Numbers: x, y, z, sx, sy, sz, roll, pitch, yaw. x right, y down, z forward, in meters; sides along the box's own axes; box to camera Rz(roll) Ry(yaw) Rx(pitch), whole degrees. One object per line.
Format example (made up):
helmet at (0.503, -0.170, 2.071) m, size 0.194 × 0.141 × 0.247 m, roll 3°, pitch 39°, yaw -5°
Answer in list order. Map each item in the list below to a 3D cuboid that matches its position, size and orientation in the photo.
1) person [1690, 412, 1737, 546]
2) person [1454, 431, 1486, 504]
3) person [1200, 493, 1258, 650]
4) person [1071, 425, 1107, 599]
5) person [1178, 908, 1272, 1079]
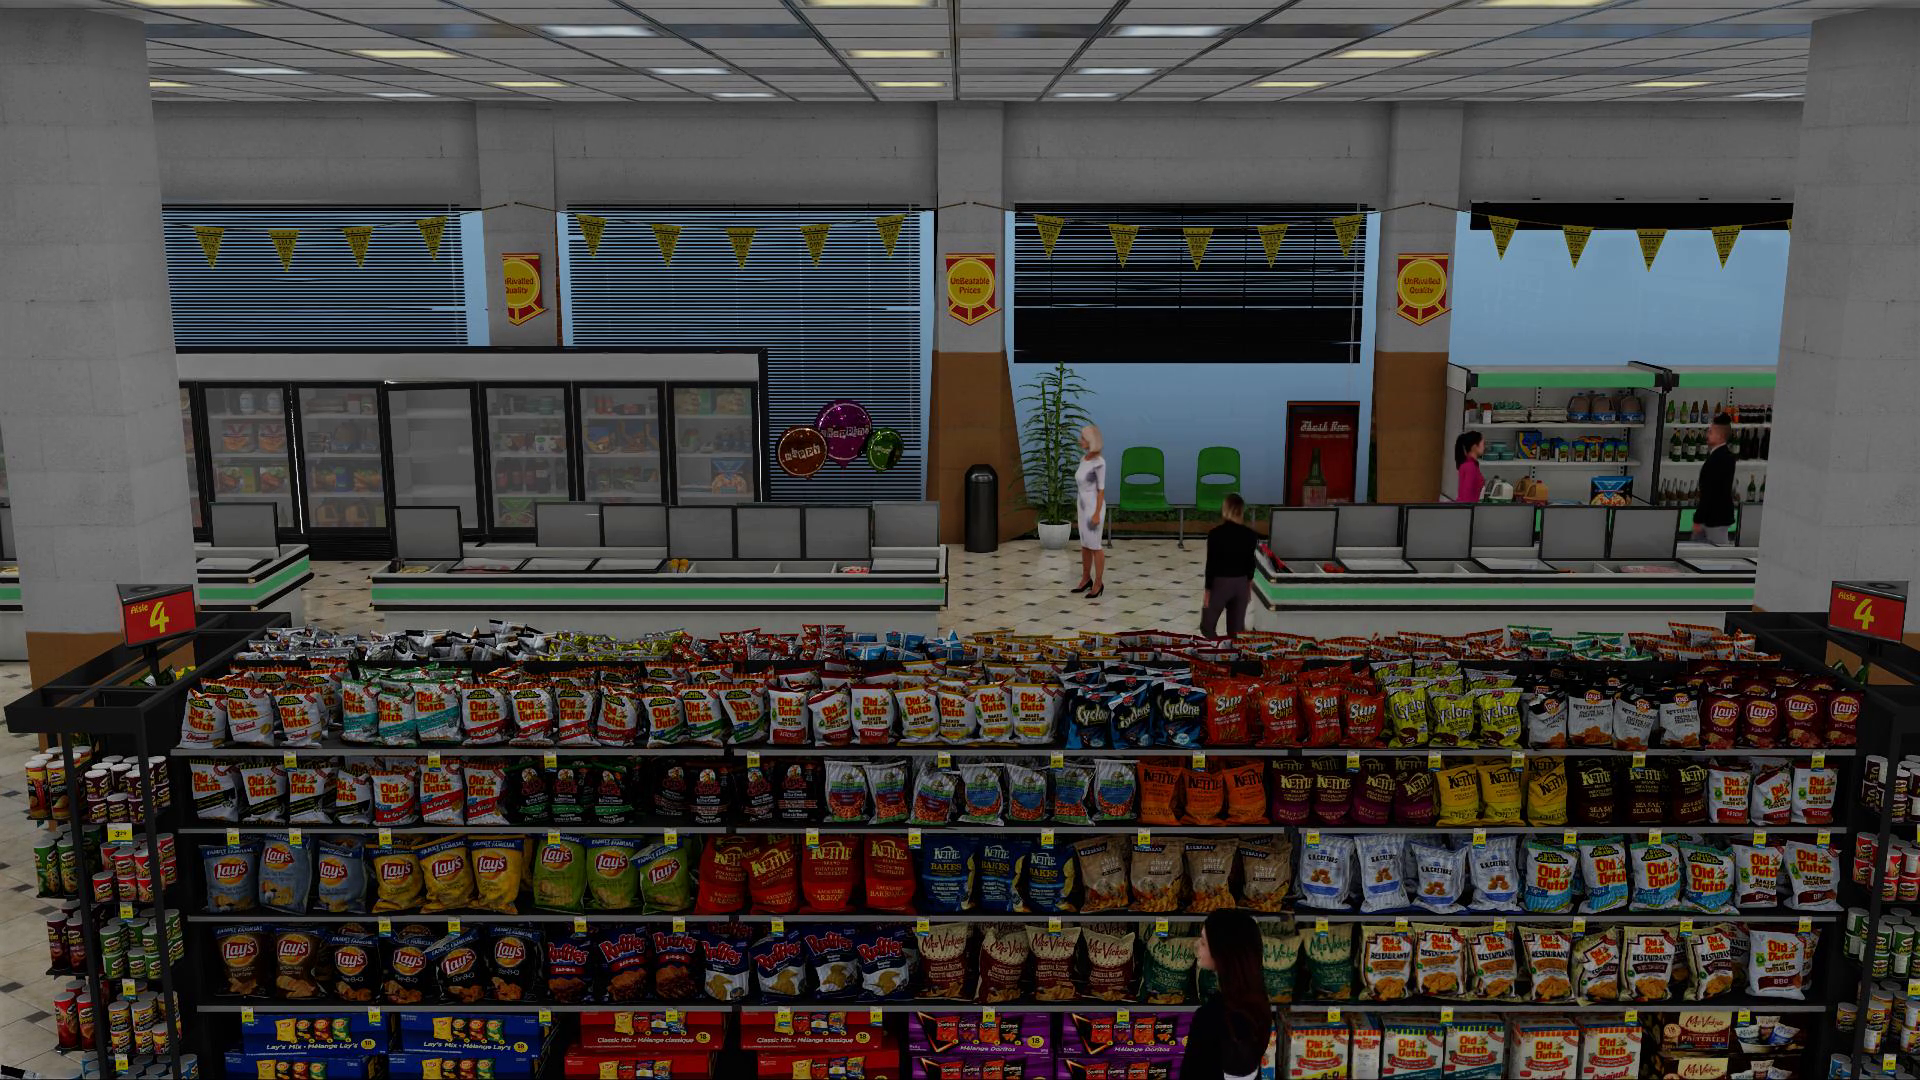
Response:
person at (7.409, -0.241, 16.067) m, size 1.249 × 1.921 × 1.085 m, roll 7°, pitch 14°, yaw 31°
person at (4.959, -0.238, 16.645) m, size 0.941 × 1.675 × 0.660 m, roll 2°, pitch 12°, yaw 8°
person at (2.182, 0.468, 13.317) m, size 0.619 × 1.665 × 0.743 m, roll -3°, pitch 12°, yaw -16°
person at (1.322, -0.296, 16.750) m, size 0.648 × 1.746 × 0.645 m, roll -6°, pitch 13°, yaw -26°
person at (1.018, 2.071, 5.800) m, size 0.661 × 1.627 × 0.660 m, roll 2°, pitch 12°, yaw 12°
